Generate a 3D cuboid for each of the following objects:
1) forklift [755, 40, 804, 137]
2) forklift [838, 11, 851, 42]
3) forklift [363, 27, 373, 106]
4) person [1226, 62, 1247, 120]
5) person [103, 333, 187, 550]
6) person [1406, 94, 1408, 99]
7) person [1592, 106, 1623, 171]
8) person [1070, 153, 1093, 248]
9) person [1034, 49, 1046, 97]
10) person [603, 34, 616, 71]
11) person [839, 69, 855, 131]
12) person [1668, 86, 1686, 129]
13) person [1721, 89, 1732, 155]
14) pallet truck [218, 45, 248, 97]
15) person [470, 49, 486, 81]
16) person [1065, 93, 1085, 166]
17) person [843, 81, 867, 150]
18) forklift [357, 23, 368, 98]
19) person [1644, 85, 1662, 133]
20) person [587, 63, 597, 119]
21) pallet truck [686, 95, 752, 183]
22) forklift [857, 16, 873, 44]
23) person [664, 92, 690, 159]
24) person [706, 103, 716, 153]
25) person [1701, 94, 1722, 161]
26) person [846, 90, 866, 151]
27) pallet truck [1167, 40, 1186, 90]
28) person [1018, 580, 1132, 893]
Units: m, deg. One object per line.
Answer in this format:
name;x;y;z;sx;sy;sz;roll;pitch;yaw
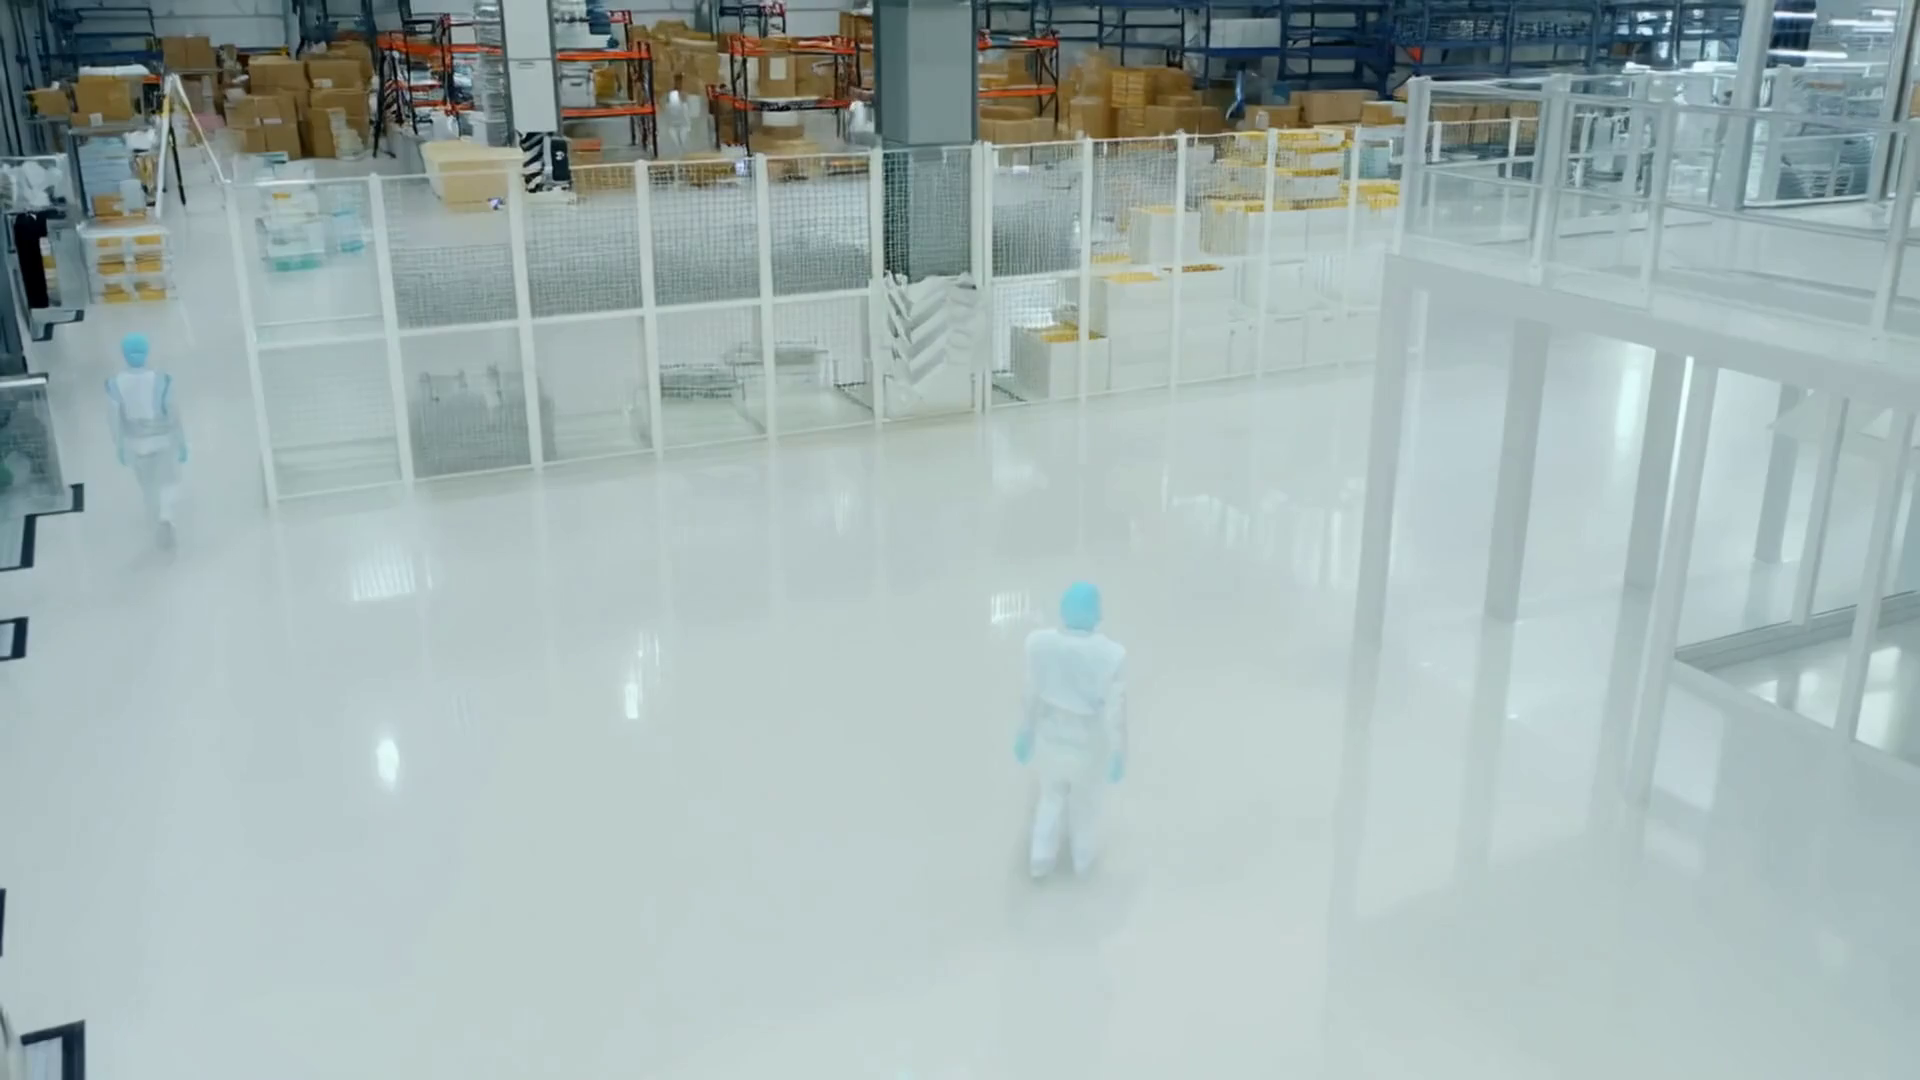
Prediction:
forklift;-5.498;-13.714;50.425;1.129;2.768;1.873;-7;20;-18
forklift;-5.778;-25.034;83.240;1.873;2.768;1.129;-9;21;-25
forklift;-21.546;-17.465;61.298;1.873;2.768;1.129;-9;21;-25
person;9.437;-15.050;55.755;1.008;1.911;0.628;2;19;5
person;-7.109;-0.842;14.564;0.618;1.928;0.751;-4;19;-11
person;12.916;-12.067;47.166;0.563;1.874;1.020;4;19;12
person;14.564;-8.863;37.630;0.537;2.000;0.682;-12;22;-31
person;2.081;-5.604;28.336;0.371;1.940;0.627;8;21;22
person;3.133;-18.452;65.693;0.518;1.865;0.323;12;23;32
person;-16.682;-23.239;79.539;0.785;1.902;0.530;-13;23;-34
person;-3.528;-13.762;52.038;0.588;1.910;0.388;13;23;33
person;19.773;-11.714;46.268;0.615;1.795;0.689;-4;19;-11
person;19.340;-10.347;41.999;0.387;1.996;0.611;12;23;32
pallet truck;-28.879;-18.665;66.111;0.823;1.965;1.885;-3;19;-9
person;-18.531;-17.880;63.945;0.548;1.923;0.413;1;19;3
person;2.955;-10.582;42.881;0.501;1.861;0.402;1;19;3
person;-2.848;-11.865;46.539;0.784;1.901;0.600;-9;21;-25
forklift;-23.036;-18.792;65.143;1.129;2.768;1.873;14;23;35
person;20.014;-12.339;48.249;0.549;1.669;0.686;3;19;9
person;-12.480;-15.236;56.422;0.349;1.837;0.502;-2;19;-6
pallet truck;-5.836;-9.608;39.856;0.823;1.965;1.885;10;22;27
forklift;-4.147;-22.342;75.435;1.129;2.768;1.873;-10;21;-26
person;-7.436;-10.825;43.656;0.643;1.817;0.533;2;19;5
person;-6.191;-10.116;41.795;0.322;1.690;0.533;-10;22;-27
person;19.994;-10.962;44.173;0.586;1.741;0.458;1;19;3
person;-2.704;-10.647;42.977;0.437;1.922;0.654;13;23;34
pallet truck;9.045;-19.971;69.895;0.823;1.965;1.885;-3;19;-8
person;0.610;1.109;9.057;0.648;1.824;0.632;8;21;22
